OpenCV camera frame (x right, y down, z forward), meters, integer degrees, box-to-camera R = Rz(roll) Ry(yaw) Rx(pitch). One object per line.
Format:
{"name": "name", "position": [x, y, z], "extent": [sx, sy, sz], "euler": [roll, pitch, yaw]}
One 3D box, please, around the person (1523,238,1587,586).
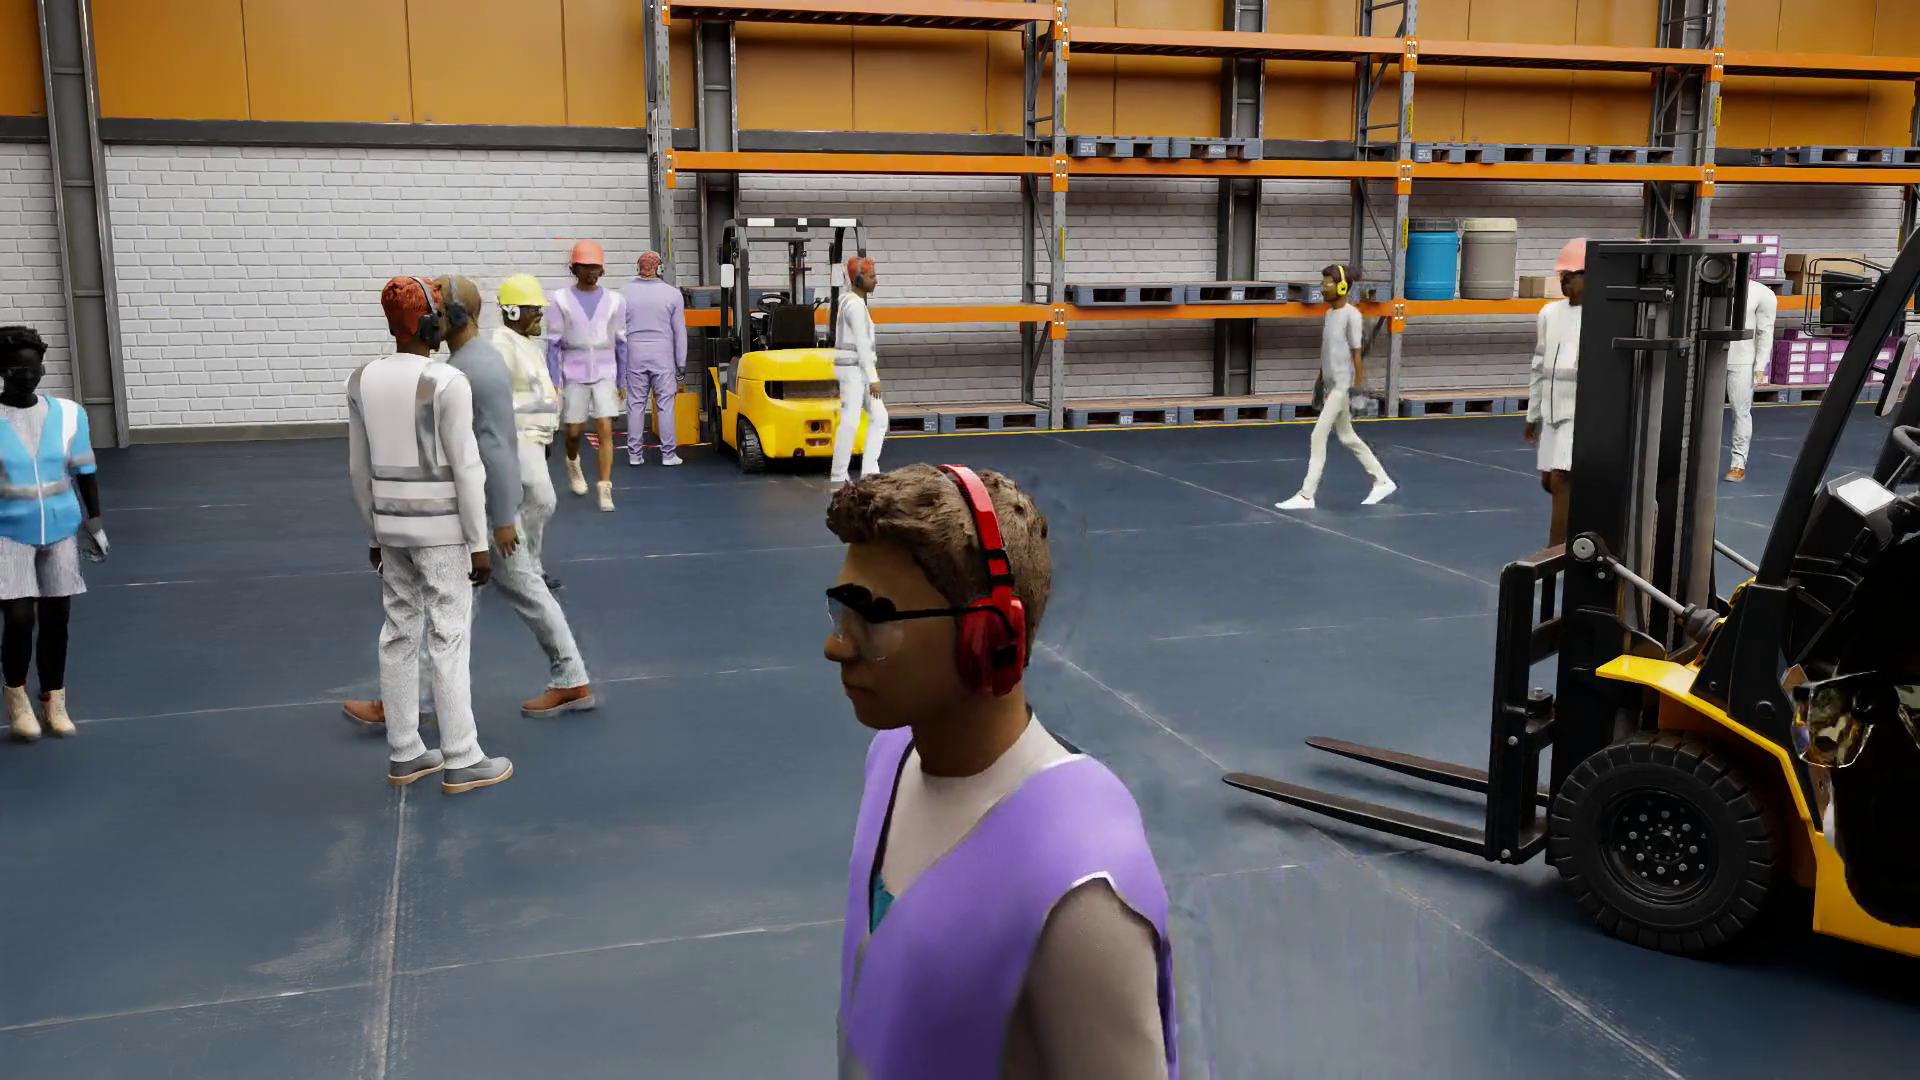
{"name": "person", "position": [3.635, -0.749, 9.737], "extent": [0.850, 2.023, 0.617], "euler": [-4, 11, -22]}

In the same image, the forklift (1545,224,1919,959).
{"name": "forklift", "position": [2.909, 0.117, 4.508], "extent": [2.313, 2.155, 1.214], "euler": [9, 14, 40]}

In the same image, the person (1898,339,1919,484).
{"name": "person", "position": [7.993, -1.375, 13.475], "extent": [0.667, 1.910, 0.554], "euler": [0, 10, -1]}

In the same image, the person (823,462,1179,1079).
{"name": "person", "position": [-0.032, 0.808, 1.805], "extent": [0.987, 1.793, 0.593], "euler": [-3, 11, -17]}

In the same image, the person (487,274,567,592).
{"name": "person", "position": [-2.447, -0.578, 9.361], "extent": [0.415, 1.819, 0.597], "euler": [-1, 10, -3]}

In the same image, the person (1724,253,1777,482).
{"name": "person", "position": [6.407, -1.453, 13.834], "extent": [0.371, 1.935, 0.627], "euler": [-9, 14, -40]}

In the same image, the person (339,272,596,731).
{"name": "person", "position": [-2.014, -0.148, 6.845], "extent": [1.038, 1.882, 0.653], "euler": [-3, 11, -18]}

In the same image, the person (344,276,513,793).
{"name": "person", "position": [-1.949, -0.013, 6.076], "extent": [0.573, 1.883, 0.355], "euler": [5, 11, 25]}

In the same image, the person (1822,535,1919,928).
{"name": "person", "position": [0.639, 0.927, 0.904], "extent": [0.639, 1.913, 0.773], "euler": [-3, 11, -17]}

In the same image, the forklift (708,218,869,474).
{"name": "forklift", "position": [-1.522, -1.778, 14.899], "extent": [1.214, 2.155, 2.313], "euler": [-3, 11, -17]}

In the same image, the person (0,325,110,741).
{"name": "person", "position": [-3.702, -0.016, 6.626], "extent": [0.372, 1.675, 0.557], "euler": [8, 13, 38]}

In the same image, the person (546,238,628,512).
{"name": "person", "position": [-2.798, -1.252, 12.499], "extent": [0.614, 2.018, 0.919], "euler": [-4, 11, -21]}

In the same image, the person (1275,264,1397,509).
{"name": "person", "position": [2.867, -1.140, 12.431], "extent": [0.954, 1.829, 0.538], "euler": [-2, 10, -8]}

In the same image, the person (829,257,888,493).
{"name": "person", "position": [-0.742, -1.282, 13.102], "extent": [0.679, 1.863, 0.591], "euler": [0, 10, 0]}

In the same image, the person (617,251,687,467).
{"name": "person", "position": [-2.717, -1.591, 14.691], "extent": [0.641, 1.900, 0.404], "euler": [0, 10, 1]}
